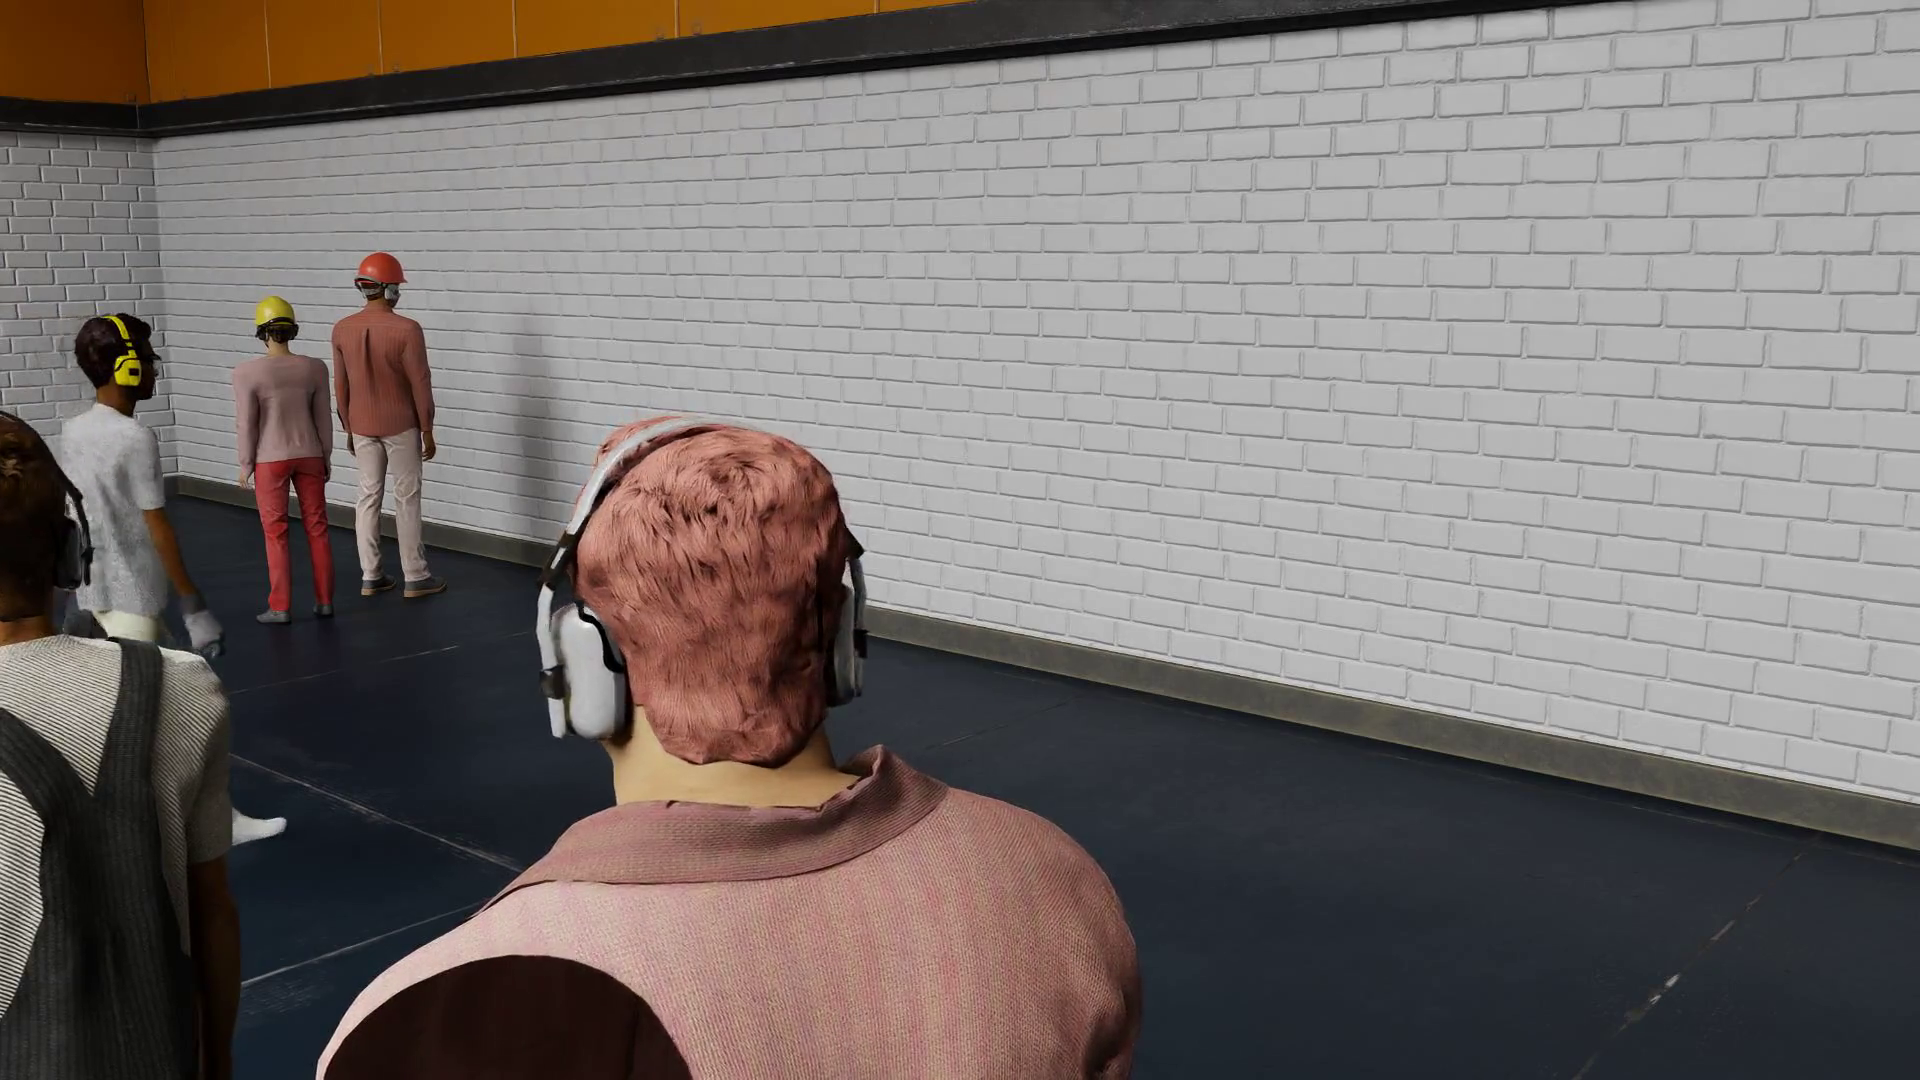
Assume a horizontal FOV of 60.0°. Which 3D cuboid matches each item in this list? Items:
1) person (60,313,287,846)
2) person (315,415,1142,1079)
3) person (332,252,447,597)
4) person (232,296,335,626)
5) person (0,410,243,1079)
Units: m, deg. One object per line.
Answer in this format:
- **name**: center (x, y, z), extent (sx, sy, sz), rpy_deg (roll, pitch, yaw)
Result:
- **person**: center (-2.657, 0.205, 5.241), extent (0.519, 1.830, 0.956), rpy_deg (10, 14, 44)
- **person**: center (-0.171, 0.853, 1.312), extent (0.652, 1.904, 0.402), rpy_deg (-7, 12, -36)
- **person**: center (-3.319, -0.658, 9.658), extent (0.611, 1.995, 0.380), rpy_deg (3, 10, 14)
- **person**: center (-3.635, -0.423, 8.970), extent (0.309, 1.769, 0.525), rpy_deg (9, 14, 43)
- **person**: center (-1.104, 0.757, 2.033), extent (0.336, 1.844, 0.514), rpy_deg (5, 11, 26)
